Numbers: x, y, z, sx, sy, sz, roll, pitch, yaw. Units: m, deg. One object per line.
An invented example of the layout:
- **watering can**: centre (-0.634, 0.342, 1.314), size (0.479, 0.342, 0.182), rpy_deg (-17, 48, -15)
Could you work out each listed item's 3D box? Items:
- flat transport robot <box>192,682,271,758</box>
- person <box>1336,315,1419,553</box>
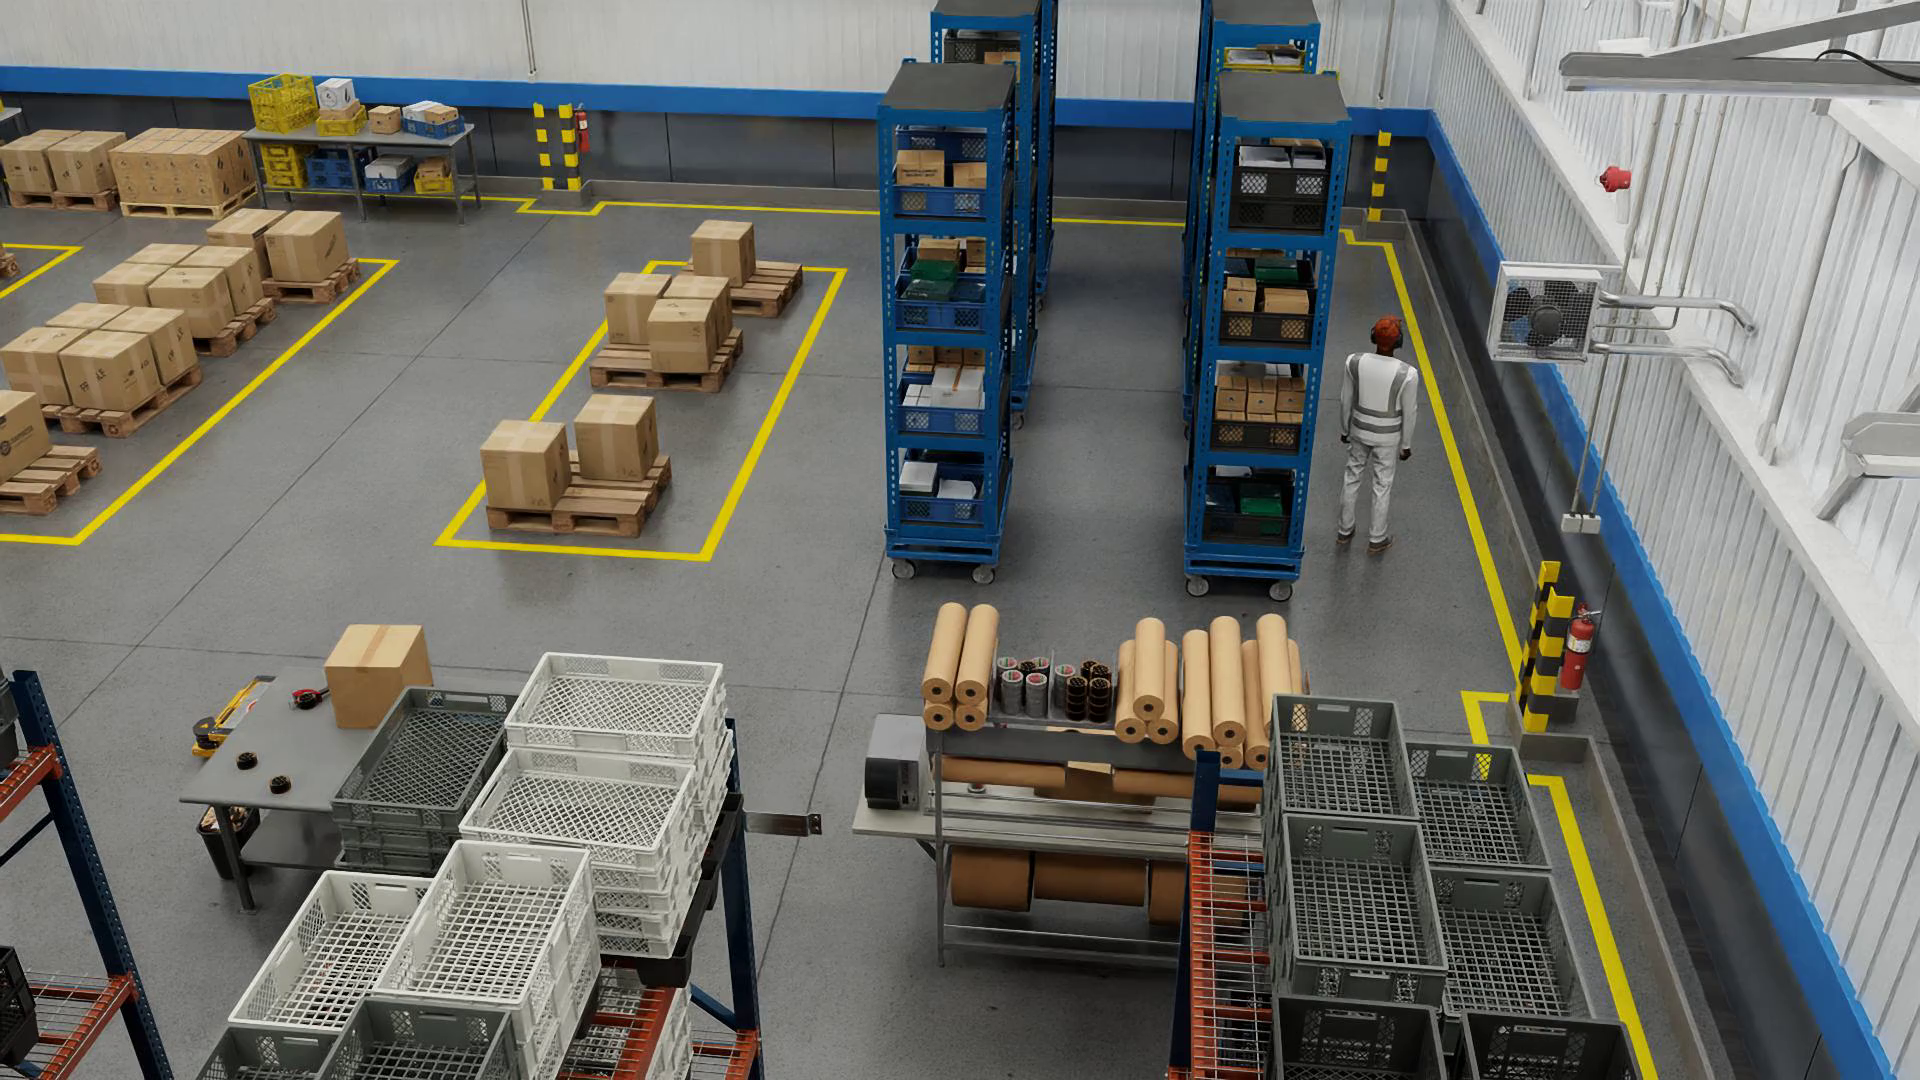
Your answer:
- **flat transport robot**: centre (-4.089, 1.163, 10.648), size (1.431, 0.197, 0.652), rpy_deg (3, 30, 6)
- **person**: centre (3.103, -0.785, 12.416), size (0.574, 1.884, 0.356), rpy_deg (18, 35, 28)
